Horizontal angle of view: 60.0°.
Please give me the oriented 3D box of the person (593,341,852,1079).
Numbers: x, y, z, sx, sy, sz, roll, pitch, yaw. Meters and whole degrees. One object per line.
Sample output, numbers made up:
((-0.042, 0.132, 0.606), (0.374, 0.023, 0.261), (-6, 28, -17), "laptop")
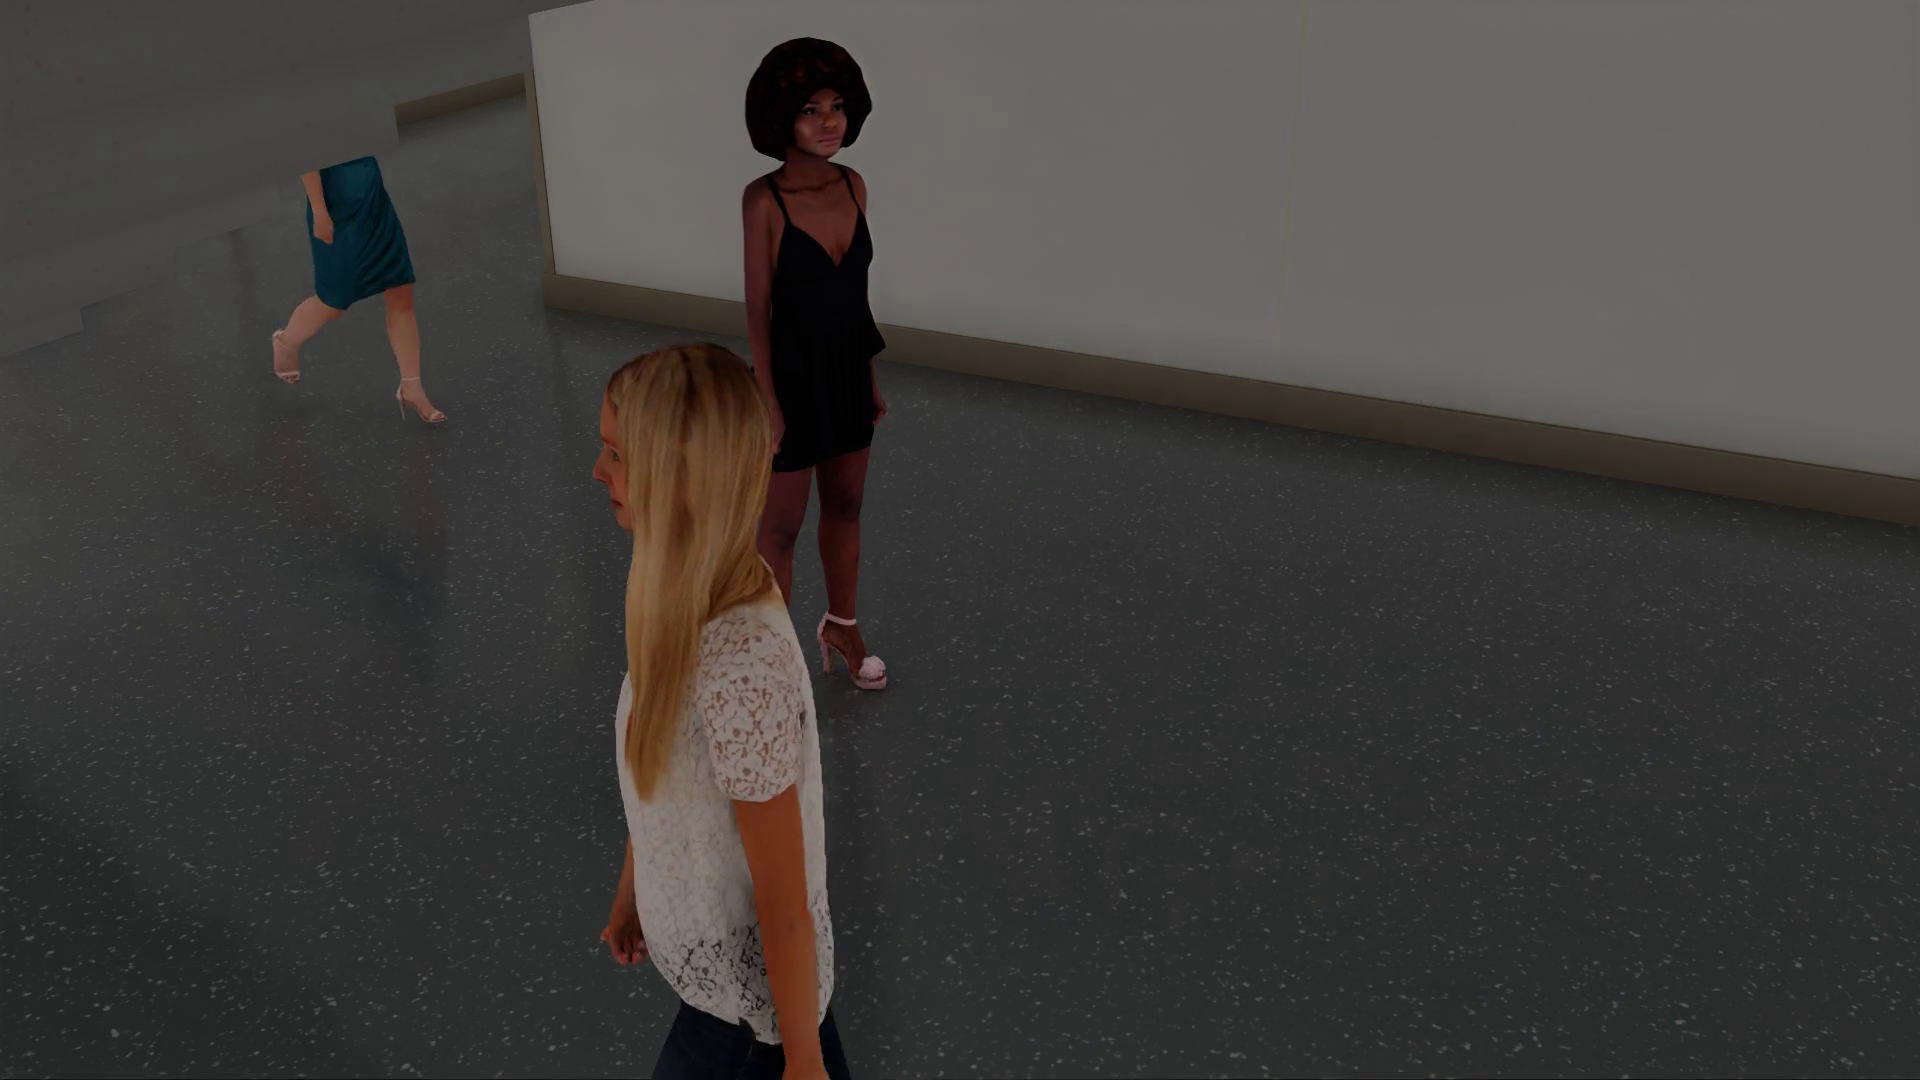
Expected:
((-0.198, 0.598, 2.289), (1.115, 1.784, 1.005), (-6, 26, -12), "person")

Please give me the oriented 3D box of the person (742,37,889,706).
((-0.382, -0.377, 4.305), (0.628, 1.789, 0.642), (-22, 33, -38), "person")

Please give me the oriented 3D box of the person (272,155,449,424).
((-2.349, -1.223, 6.205), (1.011, 1.662, 0.625), (8, 27, 17), "person")
